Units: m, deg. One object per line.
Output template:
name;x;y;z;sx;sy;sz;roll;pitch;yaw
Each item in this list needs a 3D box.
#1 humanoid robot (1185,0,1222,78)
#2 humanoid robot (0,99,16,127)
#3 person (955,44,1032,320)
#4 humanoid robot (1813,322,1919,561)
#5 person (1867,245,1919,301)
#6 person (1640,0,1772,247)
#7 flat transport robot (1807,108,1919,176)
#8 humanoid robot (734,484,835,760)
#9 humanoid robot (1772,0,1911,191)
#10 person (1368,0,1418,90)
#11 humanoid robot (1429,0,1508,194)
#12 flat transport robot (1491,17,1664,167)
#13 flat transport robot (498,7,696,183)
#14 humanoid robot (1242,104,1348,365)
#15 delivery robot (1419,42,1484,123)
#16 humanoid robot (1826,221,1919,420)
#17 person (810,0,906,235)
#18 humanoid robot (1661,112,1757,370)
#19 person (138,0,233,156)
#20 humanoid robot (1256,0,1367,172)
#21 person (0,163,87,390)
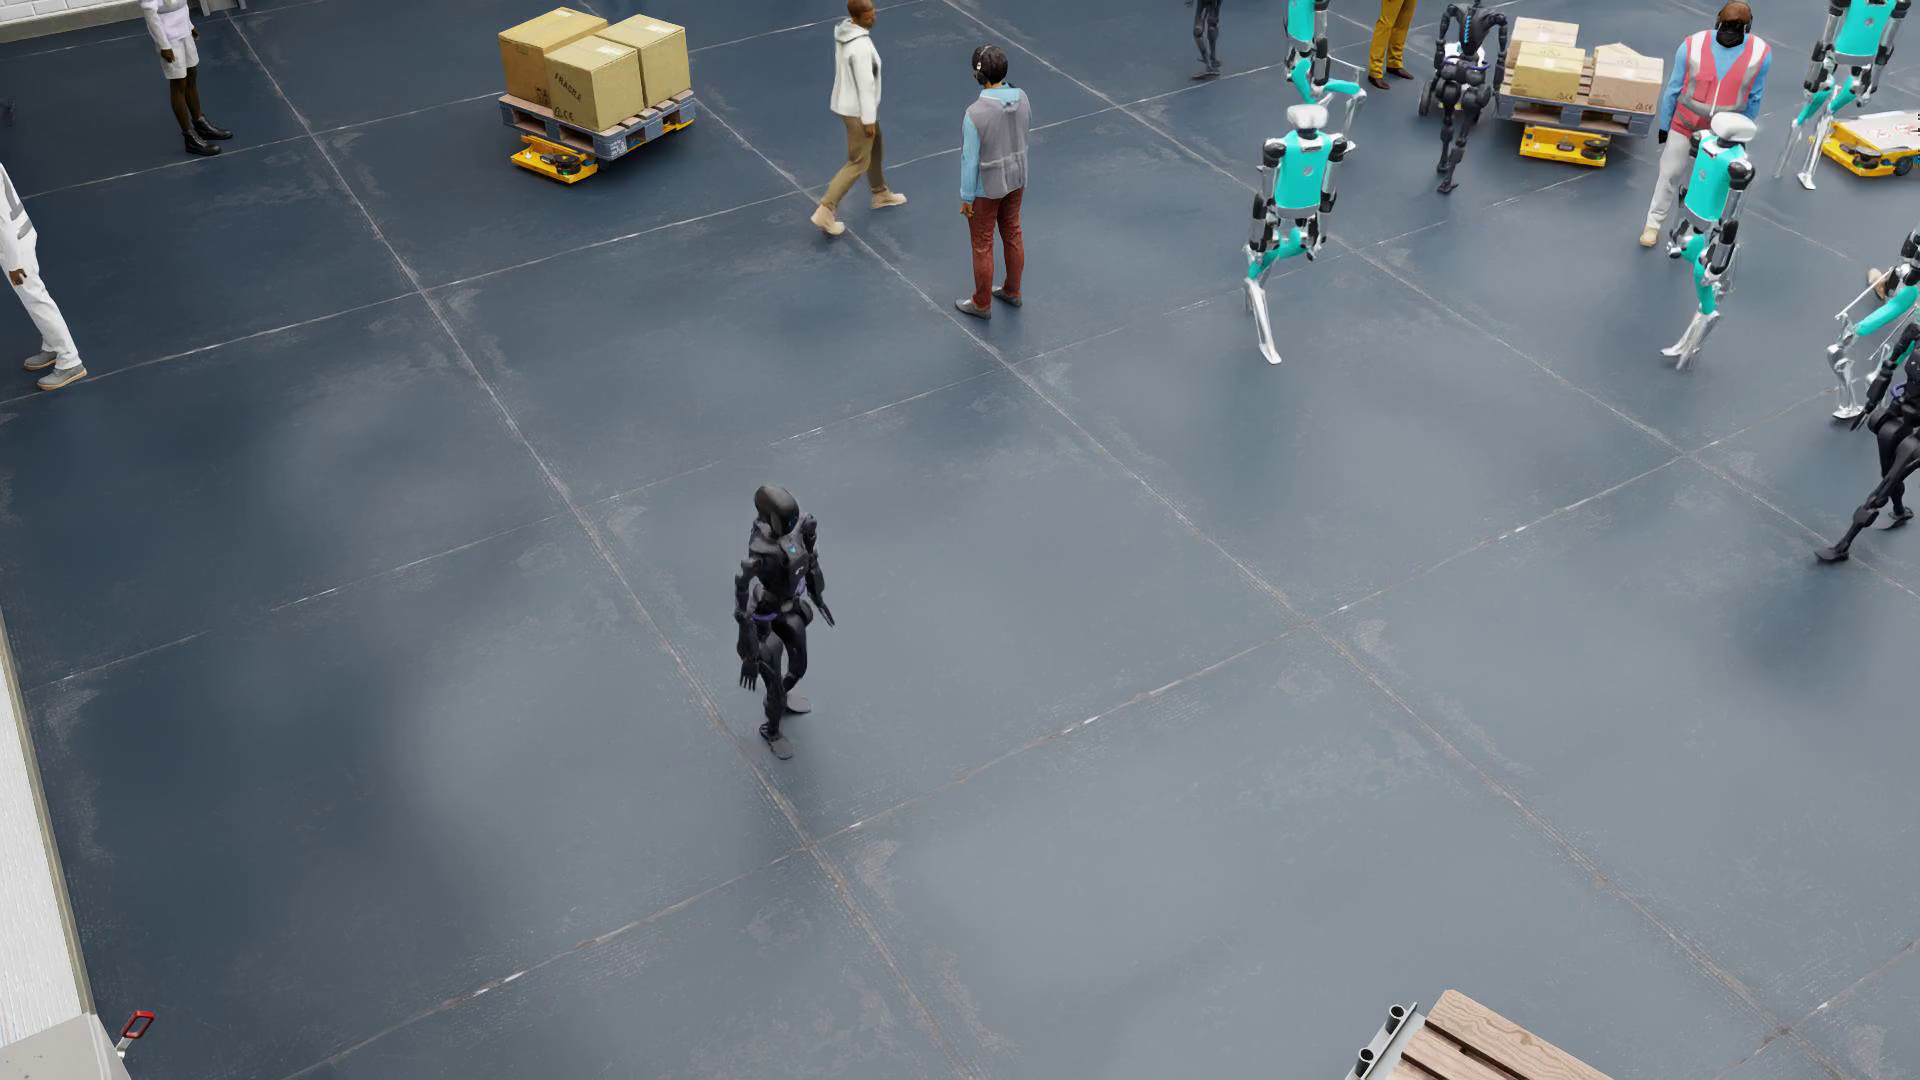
humanoid robot;2.175;-4.813;14.230;0.380;1.644;0.600;20;43;24
humanoid robot;-8.087;-4.068;13.295;0.611;1.635;0.461;12;40;14
person;0.232;-2.324;10.936;0.534;1.873;0.414;-28;46;-31
humanoid robot;5.129;-0.626;8.991;0.823;1.618;0.593;-13;40;-16
person;6.510;-2.148;10.890;0.552;1.648;0.883;-4;39;-5
person;5.226;-2.892;11.688;0.628;1.836;0.432;13;40;16
flat transport robot;7.634;-3.198;13.327;1.431;0.231;0.659;-9;39;-12
humanoid robot;-0.879;0.340;7.750;0.515;1.633;0.592;31;48;33
humanoid robot;6.584;-3.469;12.535;0.534;1.858;0.667;6;39;7
person;3.758;-4.710;14.037;0.523;1.757;0.340;-29;47;-31
humanoid robot;3.842;-3.483;12.554;0.586;1.643;0.566;24;44;27
flat transport robot;5.013;-3.478;13.680;0.659;0.231;1.431;13;40;15
flat transport robot;-2.881;-3.293;13.446;0.659;0.231;1.431;23;44;27
humanoid robot;2.015;-2.093;10.768;0.542;1.785;0.915;-8;39;-10
delivery robot;4.167;-3.871;13.939;0.499;0.586;0.773;13;40;15
humanoid robot;5.585;-1.367;9.879;0.722;1.846;0.562;-13;40;-15
person;-0.774;-3.093;12.025;0.814;1.727;0.558;-13;40;-16
humanoid robot;4.792;-1.813;10.448;0.751;1.848;0.547;-9;39;-11
person;-6.120;-3.977;12.968;0.358;1.939;0.542;1;38;1
humanoid robot;2.822;-3.654;12.760;1.042;1.765;0.546;-13;40;-16
person;-5.905;-1.824;10.305;0.352;1.876;0.571;-26;45;-29
